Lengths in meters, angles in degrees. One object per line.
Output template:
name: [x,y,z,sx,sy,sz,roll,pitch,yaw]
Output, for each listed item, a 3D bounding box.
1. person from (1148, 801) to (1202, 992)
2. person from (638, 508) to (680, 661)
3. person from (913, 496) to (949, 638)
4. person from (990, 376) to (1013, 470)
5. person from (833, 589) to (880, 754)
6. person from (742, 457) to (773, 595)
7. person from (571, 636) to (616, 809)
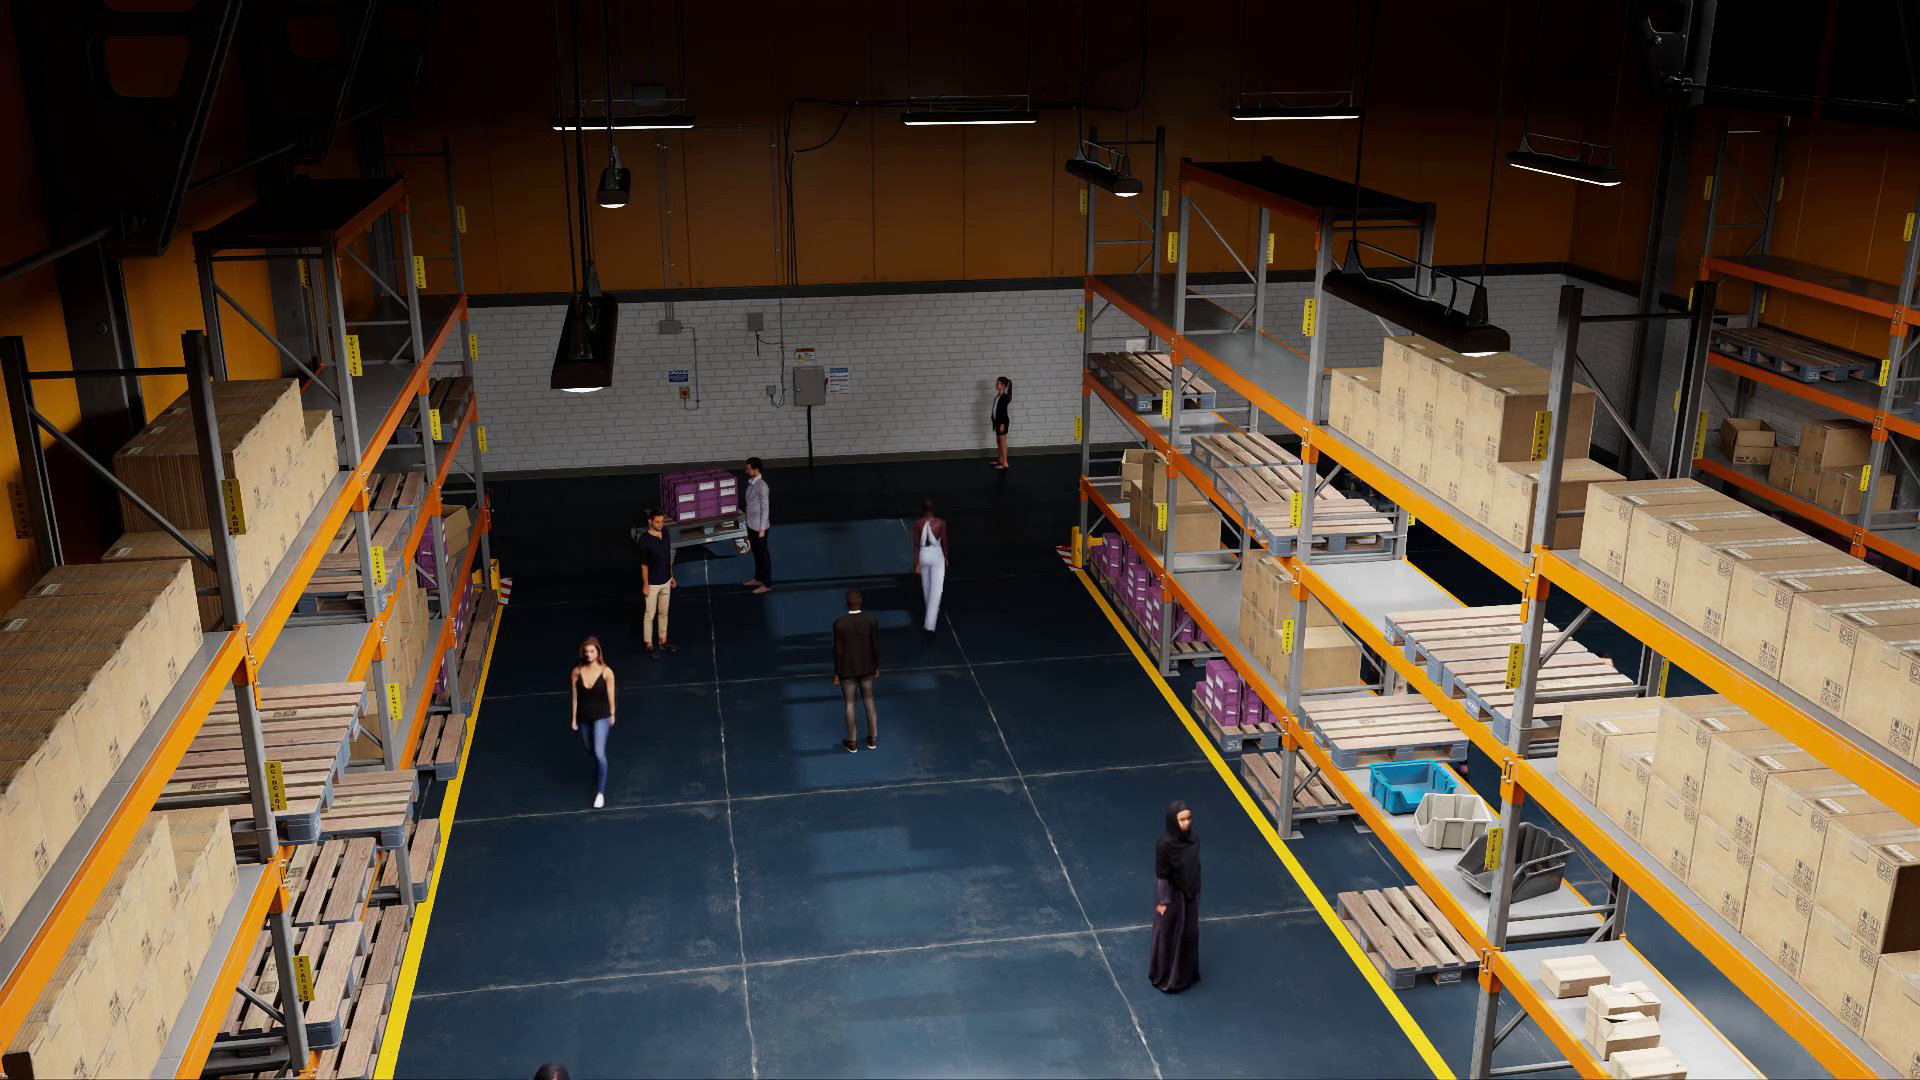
person: [1.756,2.851,13.441,0.684,1.615,0.705,-12,22,-31]
person: [-3.663,0.496,20.063,0.757,1.850,0.702,13,23,34]
person: [-0.356,0.360,20.636,0.826,1.742,1.211,3,19,8]
person: [0.694,-1.984,27.890,0.615,1.556,0.502,-5,19,-14]
person: [-1.081,1.369,17.548,0.690,1.801,0.611,-6,20,-17]
person: [-2.694,-0.223,22.204,0.804,1.847,0.635,-10,21,-27]
person: [-3.642,1.747,16.607,0.792,1.685,1.145,2,19,7]
